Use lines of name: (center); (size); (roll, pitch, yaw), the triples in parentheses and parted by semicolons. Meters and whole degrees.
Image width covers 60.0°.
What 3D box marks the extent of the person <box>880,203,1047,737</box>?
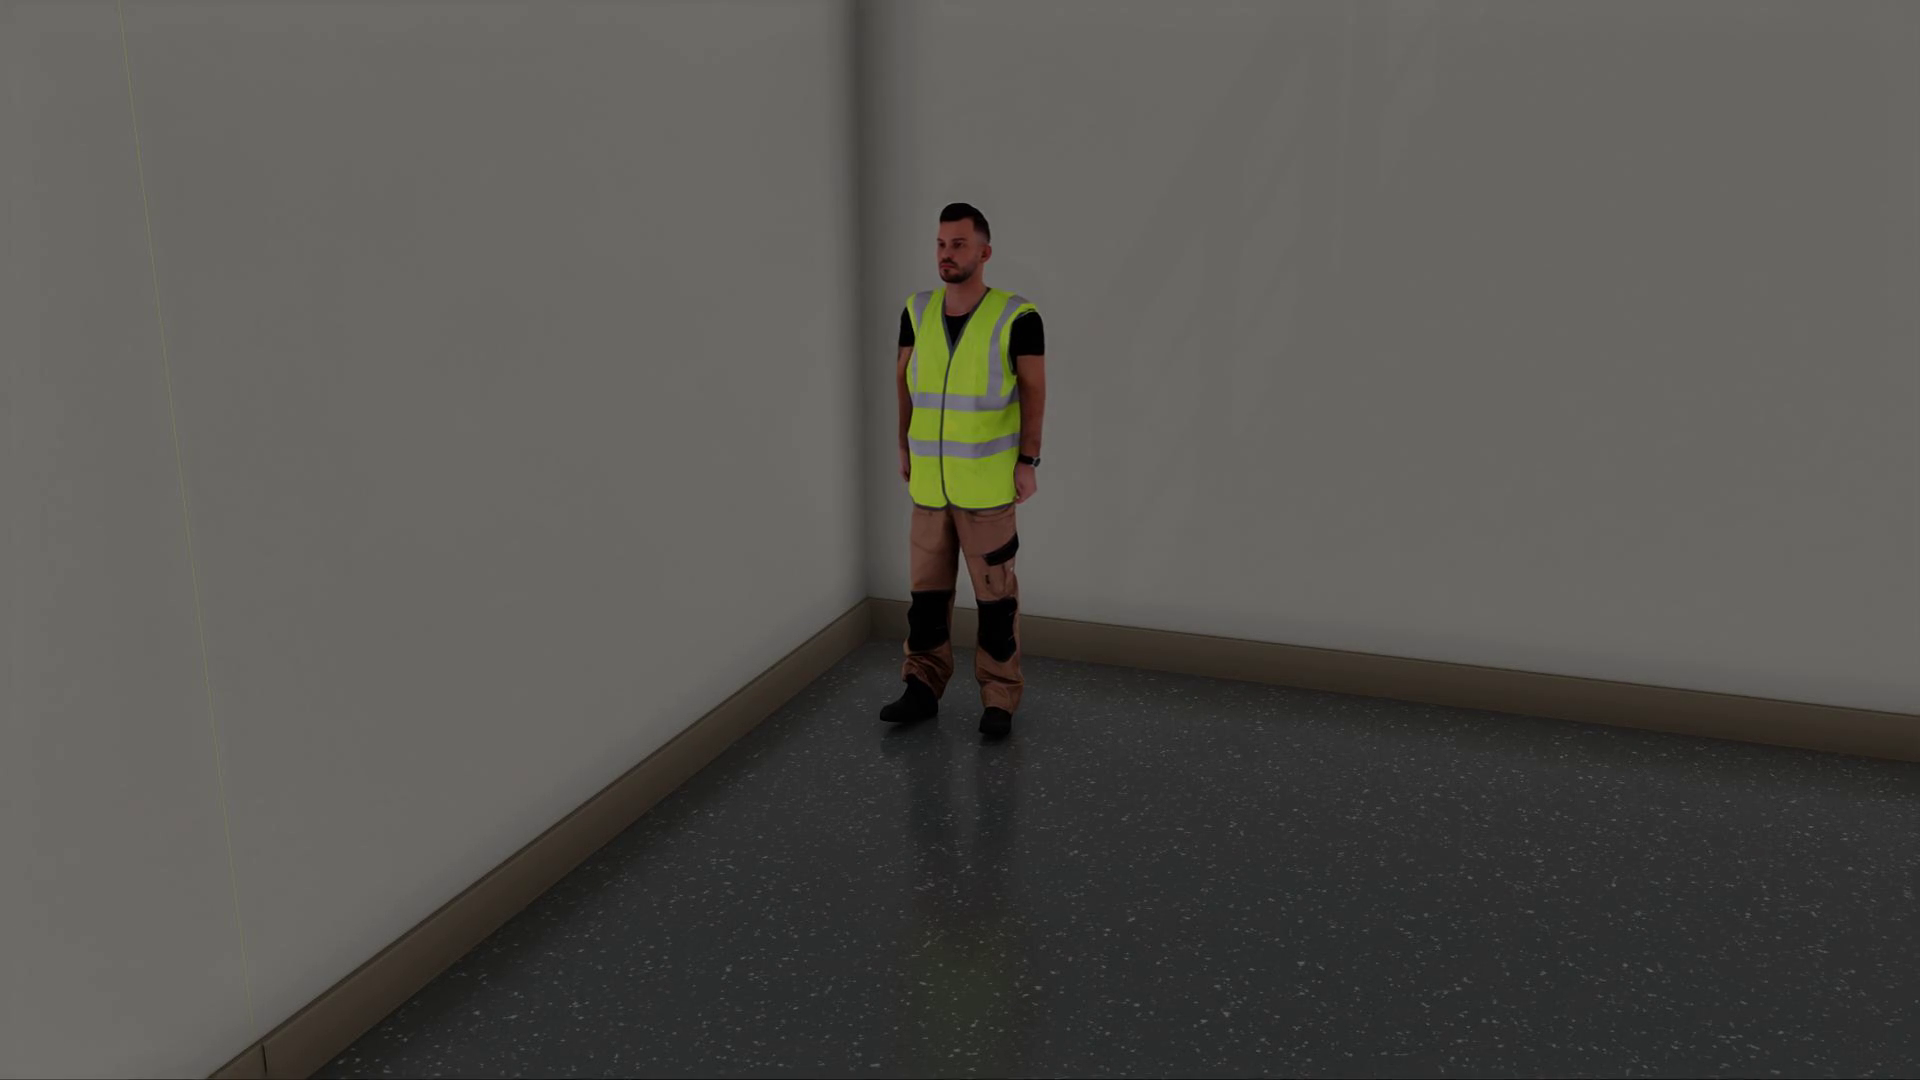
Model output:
person: (0.013, -0.235, 5.740); (0.683, 1.846, 0.697); (6, 17, 21)
